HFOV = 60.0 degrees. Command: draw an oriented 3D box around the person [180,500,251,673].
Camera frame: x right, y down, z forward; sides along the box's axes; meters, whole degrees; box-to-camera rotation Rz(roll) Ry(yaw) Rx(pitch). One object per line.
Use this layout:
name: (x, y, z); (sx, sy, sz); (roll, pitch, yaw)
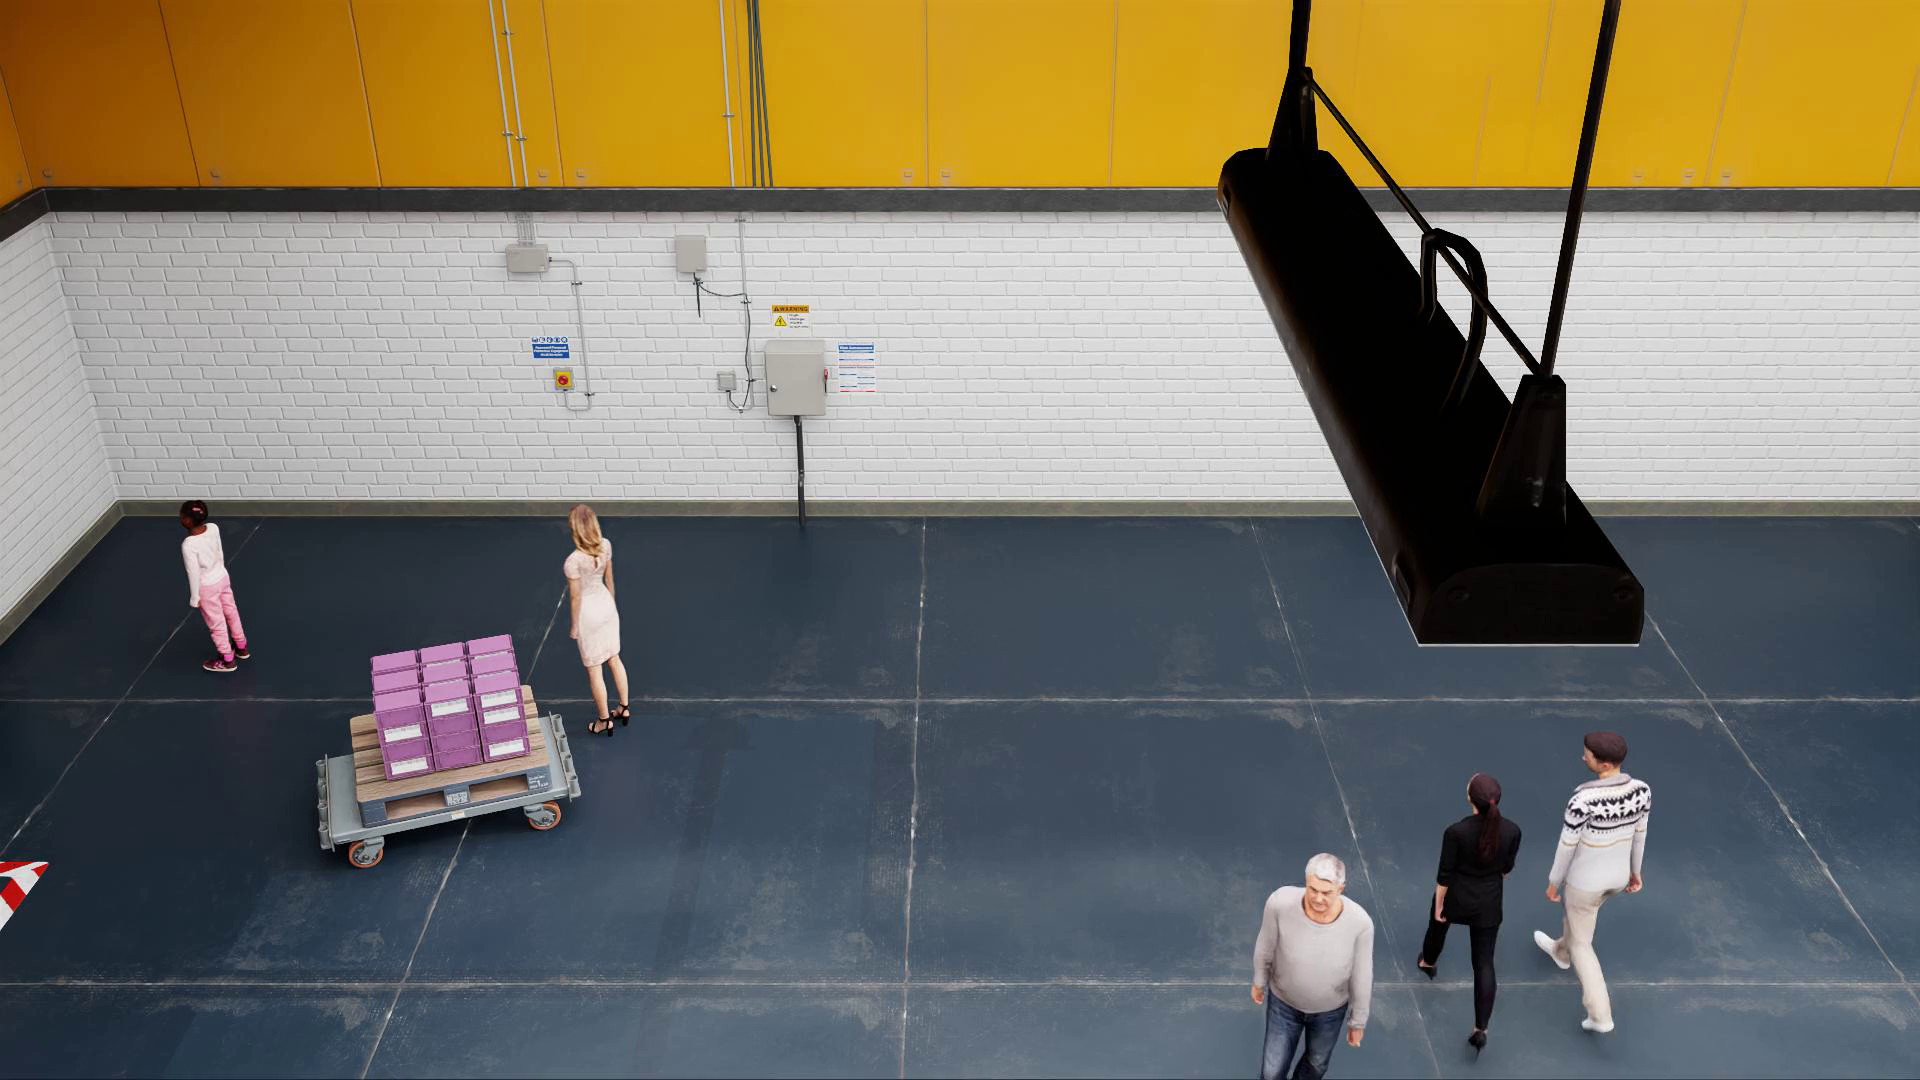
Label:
person: (-5.692, 0.321, 12.644); (0.652, 1.442, 0.514); (7, 29, 13)

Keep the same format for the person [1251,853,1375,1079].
person: (1.799, 2.297, 8.549); (0.900, 1.894, 1.005); (8, 30, 14)

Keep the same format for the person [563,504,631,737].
person: (-2.579, 0.571, 11.781); (0.714, 1.829, 0.624); (19, 34, 31)

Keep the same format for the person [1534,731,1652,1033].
person: (3.592, 1.923, 9.290); (0.956, 1.842, 1.249); (-8, 30, -14)

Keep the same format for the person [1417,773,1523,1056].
person: (2.856, 2.094, 9.218); (0.581, 1.611, 1.064); (0, 29, 0)
